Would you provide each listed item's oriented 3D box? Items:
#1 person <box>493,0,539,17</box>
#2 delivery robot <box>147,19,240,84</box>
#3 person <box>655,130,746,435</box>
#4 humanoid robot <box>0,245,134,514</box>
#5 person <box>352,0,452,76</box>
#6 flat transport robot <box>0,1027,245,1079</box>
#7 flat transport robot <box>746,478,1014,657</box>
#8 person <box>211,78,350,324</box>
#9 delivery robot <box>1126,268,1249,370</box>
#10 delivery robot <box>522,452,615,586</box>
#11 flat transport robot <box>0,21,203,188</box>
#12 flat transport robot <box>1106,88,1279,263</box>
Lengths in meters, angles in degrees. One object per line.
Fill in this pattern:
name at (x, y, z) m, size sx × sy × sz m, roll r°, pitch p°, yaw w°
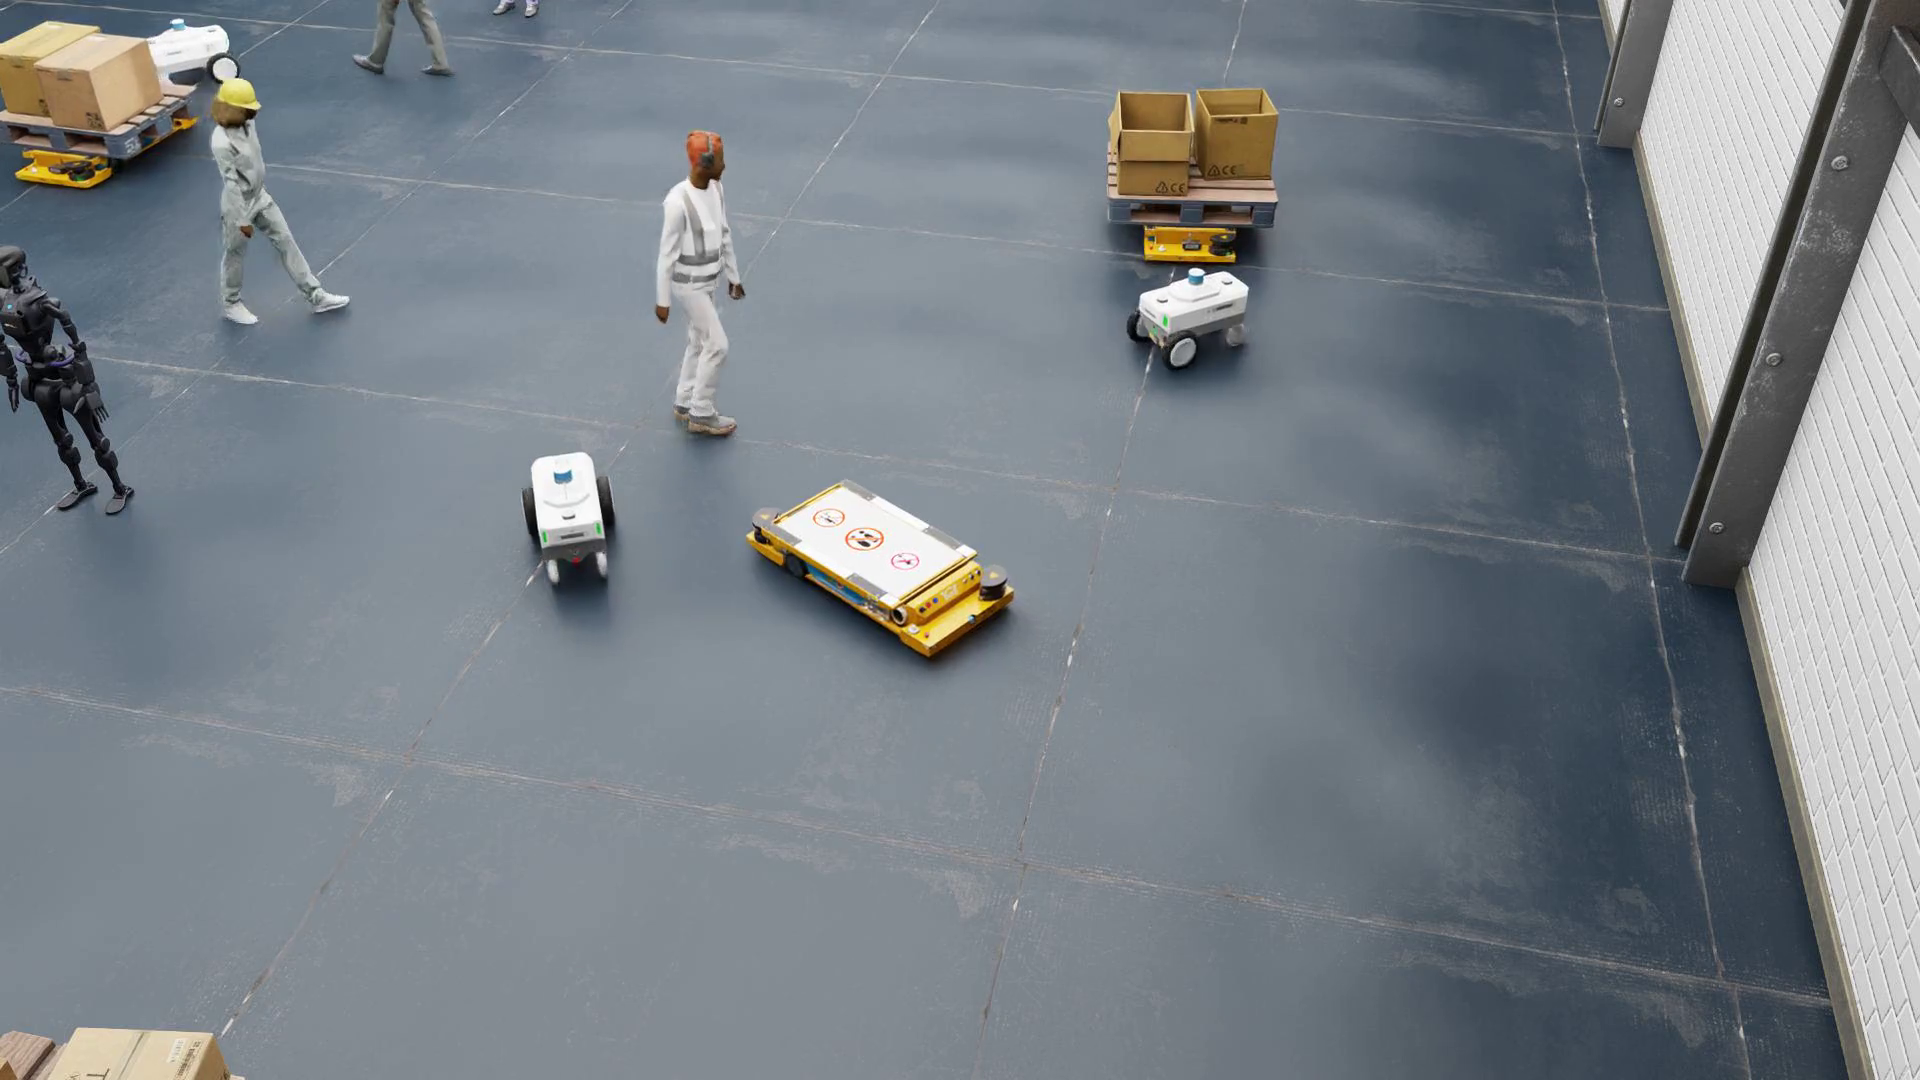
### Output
person at (-4.323, -5.933, 15.846) m, size 0.567 × 1.836 × 0.385 m, roll 8°, pitch 37°, yaw 10°
delivery robot at (-6.858, -4.313, 14.740) m, size 0.756 × 0.580 × 0.499 m, roll -23°, pitch 42°, yaw -27°
person at (-1.540, -1.515, 9.933) m, size 0.522 × 1.833 × 0.666 m, roll 8°, pitch 38°, yaw 11°
humanoid robot at (-5.008, -0.876, 9.205) m, size 0.599 × 1.653 × 0.315 m, roll 8°, pitch 37°, yaw 10°
person at (-5.013, -4.951, 14.563) m, size 0.906 × 1.802 × 0.576 m, roll 10°, pitch 38°, yaw 14°
flat transport robot at (-3.227, 2.506, 5.866) m, size 1.431 × 0.231 × 0.659 m, roll 8°, pitch 37°, yaw 10°
flat transport robot at (-0.453, 0.110, 9.071) m, size 1.431 × 0.231 × 0.659 m, roll 29°, pitch 46°, yaw 33°
person at (-4.649, -2.224, 11.006) m, size 0.889 × 1.682 × 0.571 m, roll 4°, pitch 37°, yaw 5°
delivery robot at (1.536, -1.513, 10.987) m, size 0.759 × 0.575 × 0.499 m, roll -18°, pitch 40°, yaw -23°
delivery robot at (-2.165, -0.164, 9.203) m, size 0.499 × 0.599 × 0.784 m, roll -9°, pitch 38°, yaw -12°
flat transport robot at (-6.960, -3.268, 13.591) m, size 0.659 × 0.231 × 1.431 m, roll 9°, pitch 38°, yaw 12°
flat transport robot at (1.701, -2.493, 12.554) m, size 0.659 × 0.231 × 1.431 m, roll 2°, pitch 37°, yaw 3°
